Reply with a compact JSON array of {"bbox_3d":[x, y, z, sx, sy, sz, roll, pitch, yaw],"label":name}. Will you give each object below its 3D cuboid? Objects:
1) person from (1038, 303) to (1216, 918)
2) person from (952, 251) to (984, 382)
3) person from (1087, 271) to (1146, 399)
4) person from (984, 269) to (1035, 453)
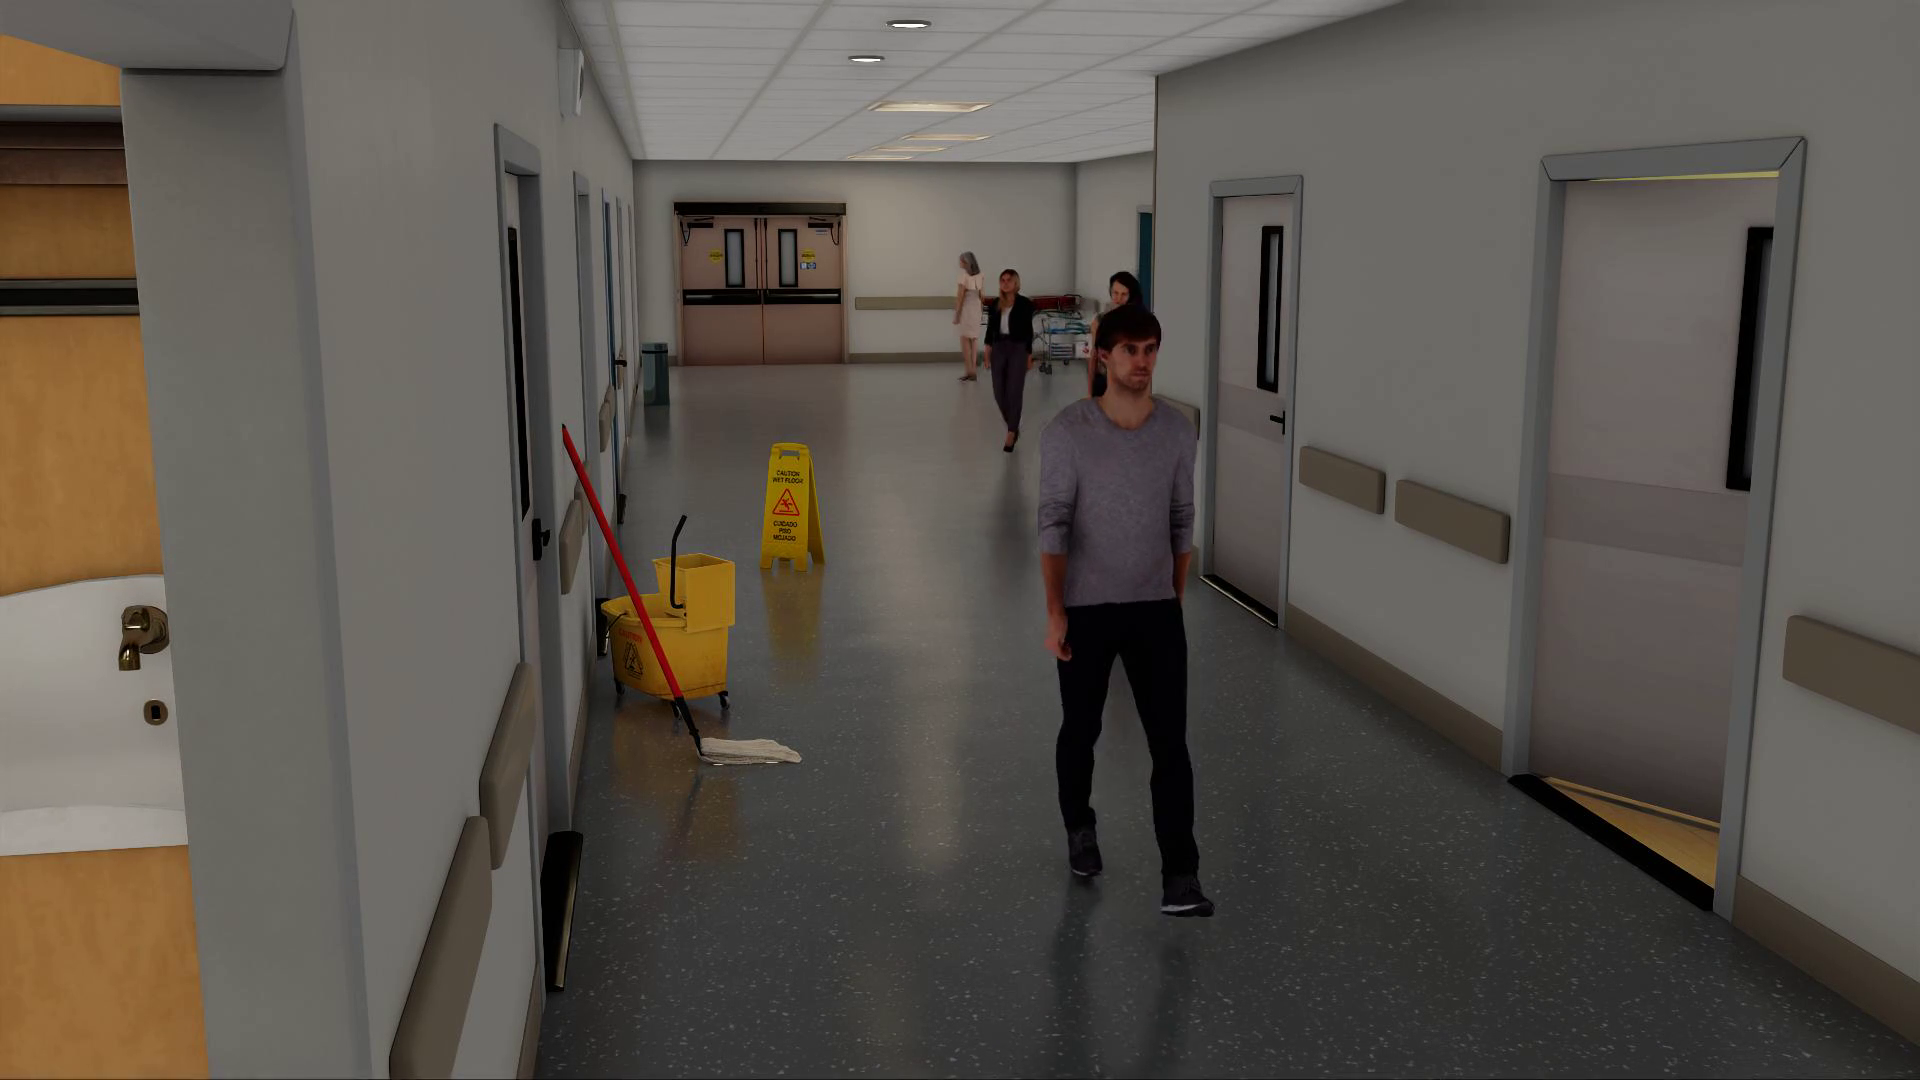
[{"bbox_3d":[0.450,0.206,5.145,0.673,1.806,1.083,-1,11,-8],"label":"person"},{"bbox_3d":[0.139,-2.974,22.149,0.721,1.714,0.741,-6,12,-30],"label":"person"},{"bbox_3d":[1.135,-0.963,11.467,0.951,1.746,1.068,6,12,30],"label":"person"},{"bbox_3d":[0.469,-1.661,15.408,0.837,1.648,0.979,4,11,18],"label":"person"}]
